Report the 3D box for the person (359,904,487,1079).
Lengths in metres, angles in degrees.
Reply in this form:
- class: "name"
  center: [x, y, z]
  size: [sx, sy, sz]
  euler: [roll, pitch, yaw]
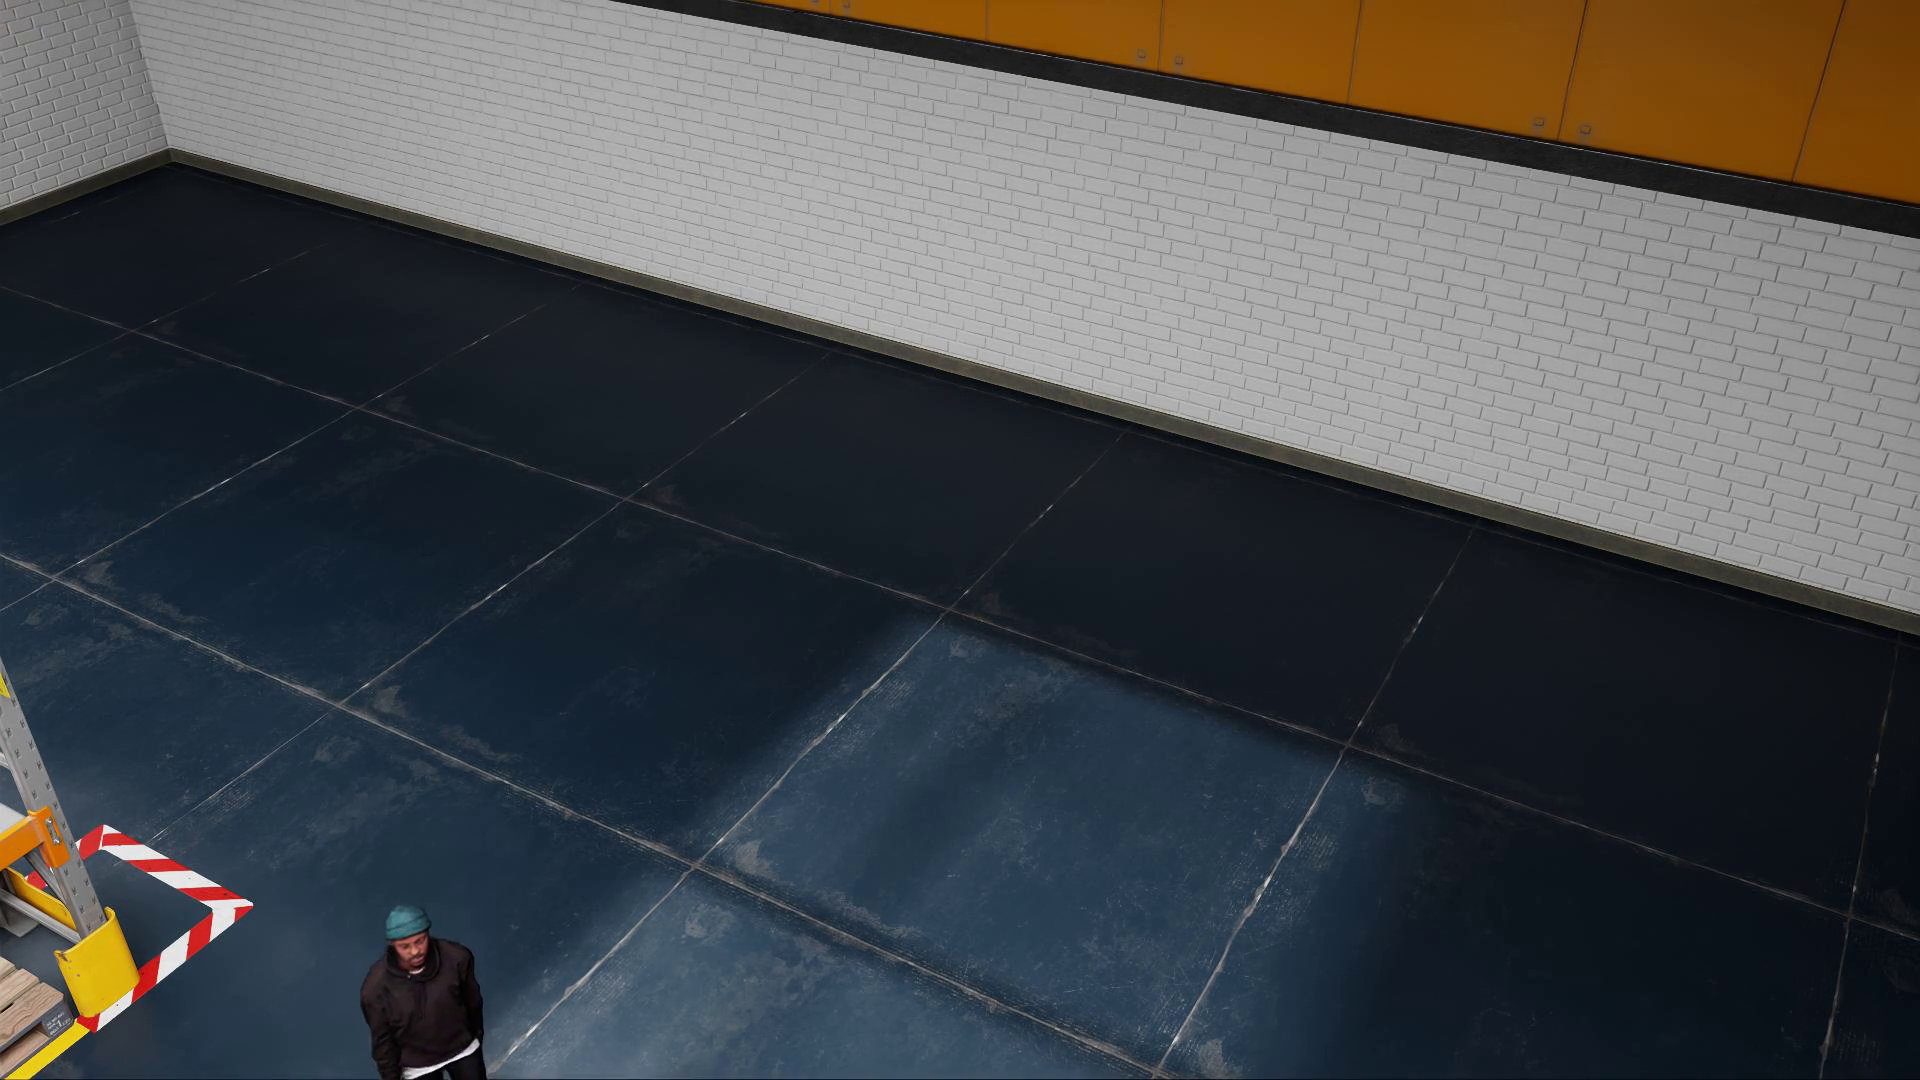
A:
- class: "person"
  center: [-2.458, 2.311, 7.717]
  size: [1.041, 1.792, 1.046]
  euler: [-14, 36, -20]
